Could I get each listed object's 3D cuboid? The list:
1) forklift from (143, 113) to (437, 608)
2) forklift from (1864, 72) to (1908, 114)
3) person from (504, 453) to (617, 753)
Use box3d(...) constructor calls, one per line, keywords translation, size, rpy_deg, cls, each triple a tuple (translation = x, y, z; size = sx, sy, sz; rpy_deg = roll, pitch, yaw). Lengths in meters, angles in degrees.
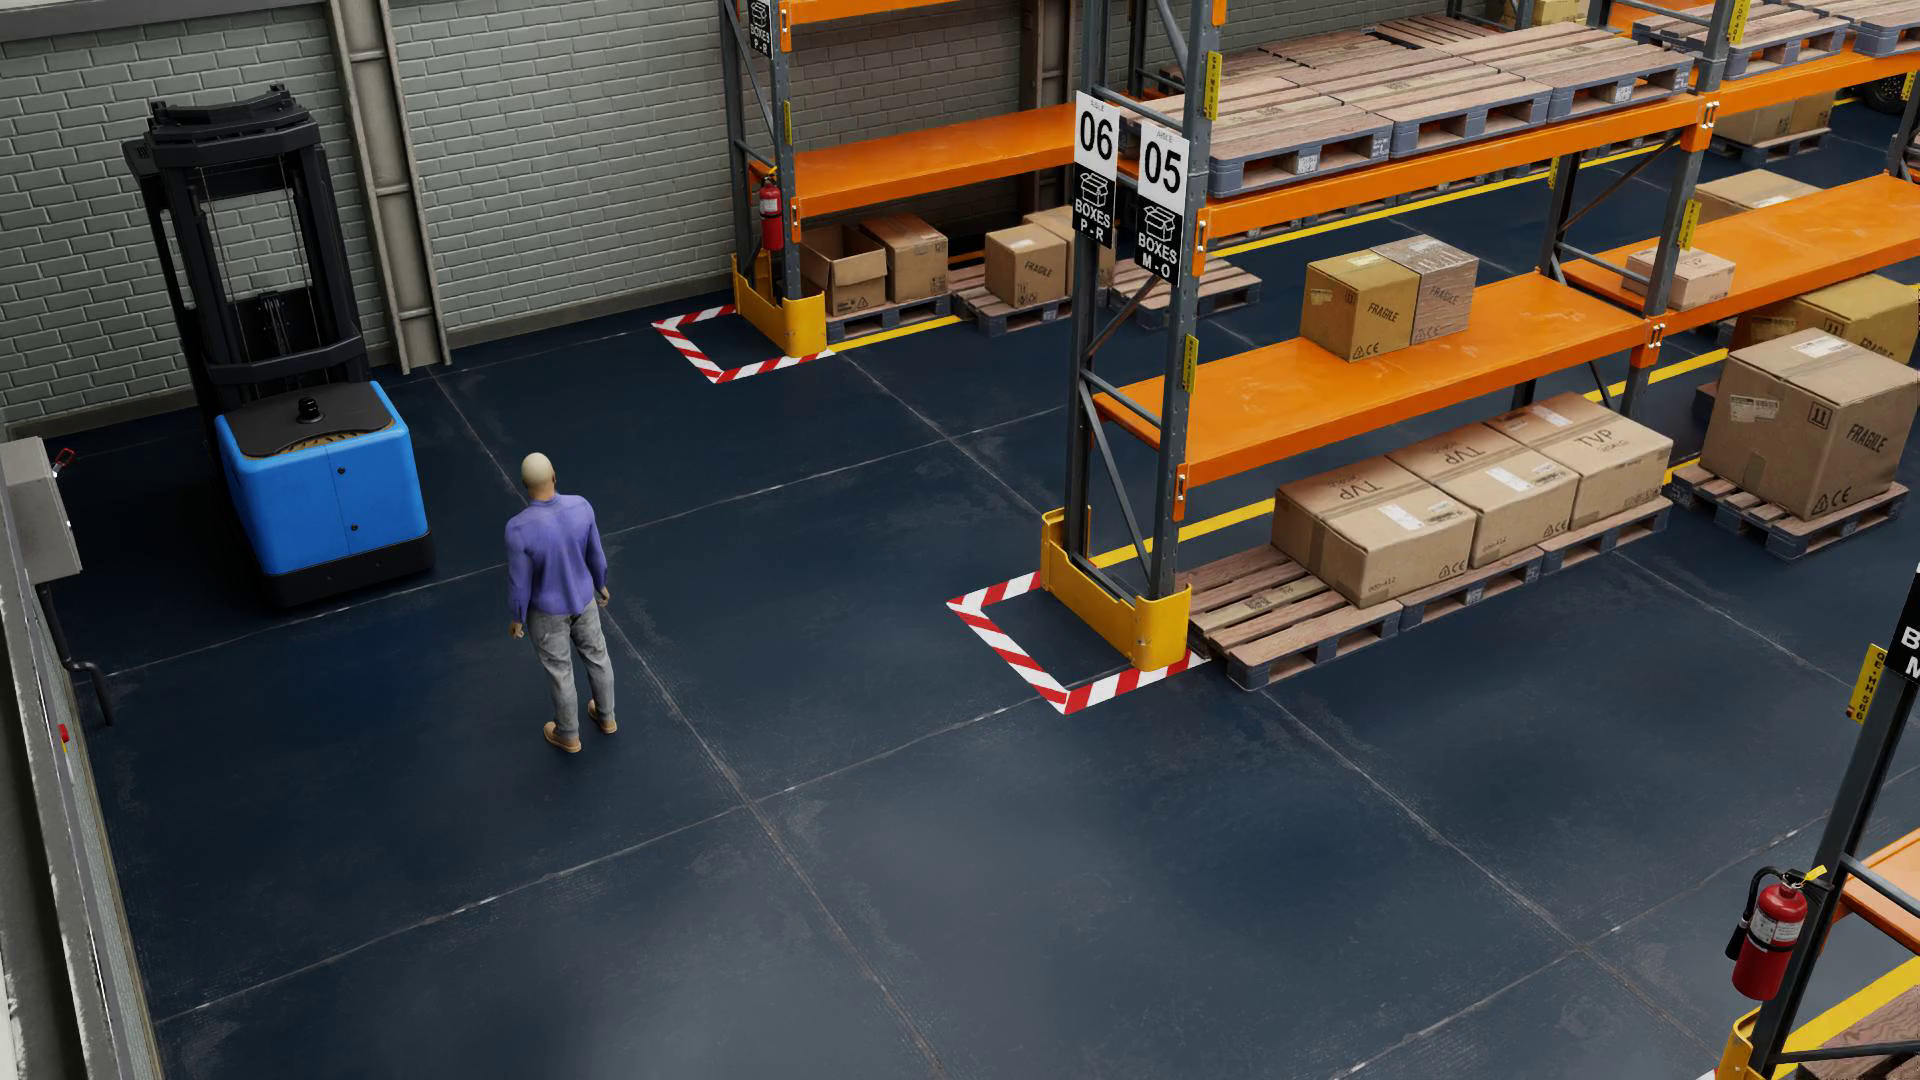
box3d(translation=(-4.289, -1.259, 10.509), size=(1.129, 2.768, 1.873), rpy_deg=(-17, 36, -26), cls="forklift")
box3d(translation=(11.468, -5.645, 18.244), size=(1.214, 2.155, 2.313), rpy_deg=(-17, 36, -26), cls="forklift")
box3d(translation=(-2.133, 0.352, 8.919), size=(0.593, 1.798, 0.400), rpy_deg=(-24, 39, -33), cls="person")
